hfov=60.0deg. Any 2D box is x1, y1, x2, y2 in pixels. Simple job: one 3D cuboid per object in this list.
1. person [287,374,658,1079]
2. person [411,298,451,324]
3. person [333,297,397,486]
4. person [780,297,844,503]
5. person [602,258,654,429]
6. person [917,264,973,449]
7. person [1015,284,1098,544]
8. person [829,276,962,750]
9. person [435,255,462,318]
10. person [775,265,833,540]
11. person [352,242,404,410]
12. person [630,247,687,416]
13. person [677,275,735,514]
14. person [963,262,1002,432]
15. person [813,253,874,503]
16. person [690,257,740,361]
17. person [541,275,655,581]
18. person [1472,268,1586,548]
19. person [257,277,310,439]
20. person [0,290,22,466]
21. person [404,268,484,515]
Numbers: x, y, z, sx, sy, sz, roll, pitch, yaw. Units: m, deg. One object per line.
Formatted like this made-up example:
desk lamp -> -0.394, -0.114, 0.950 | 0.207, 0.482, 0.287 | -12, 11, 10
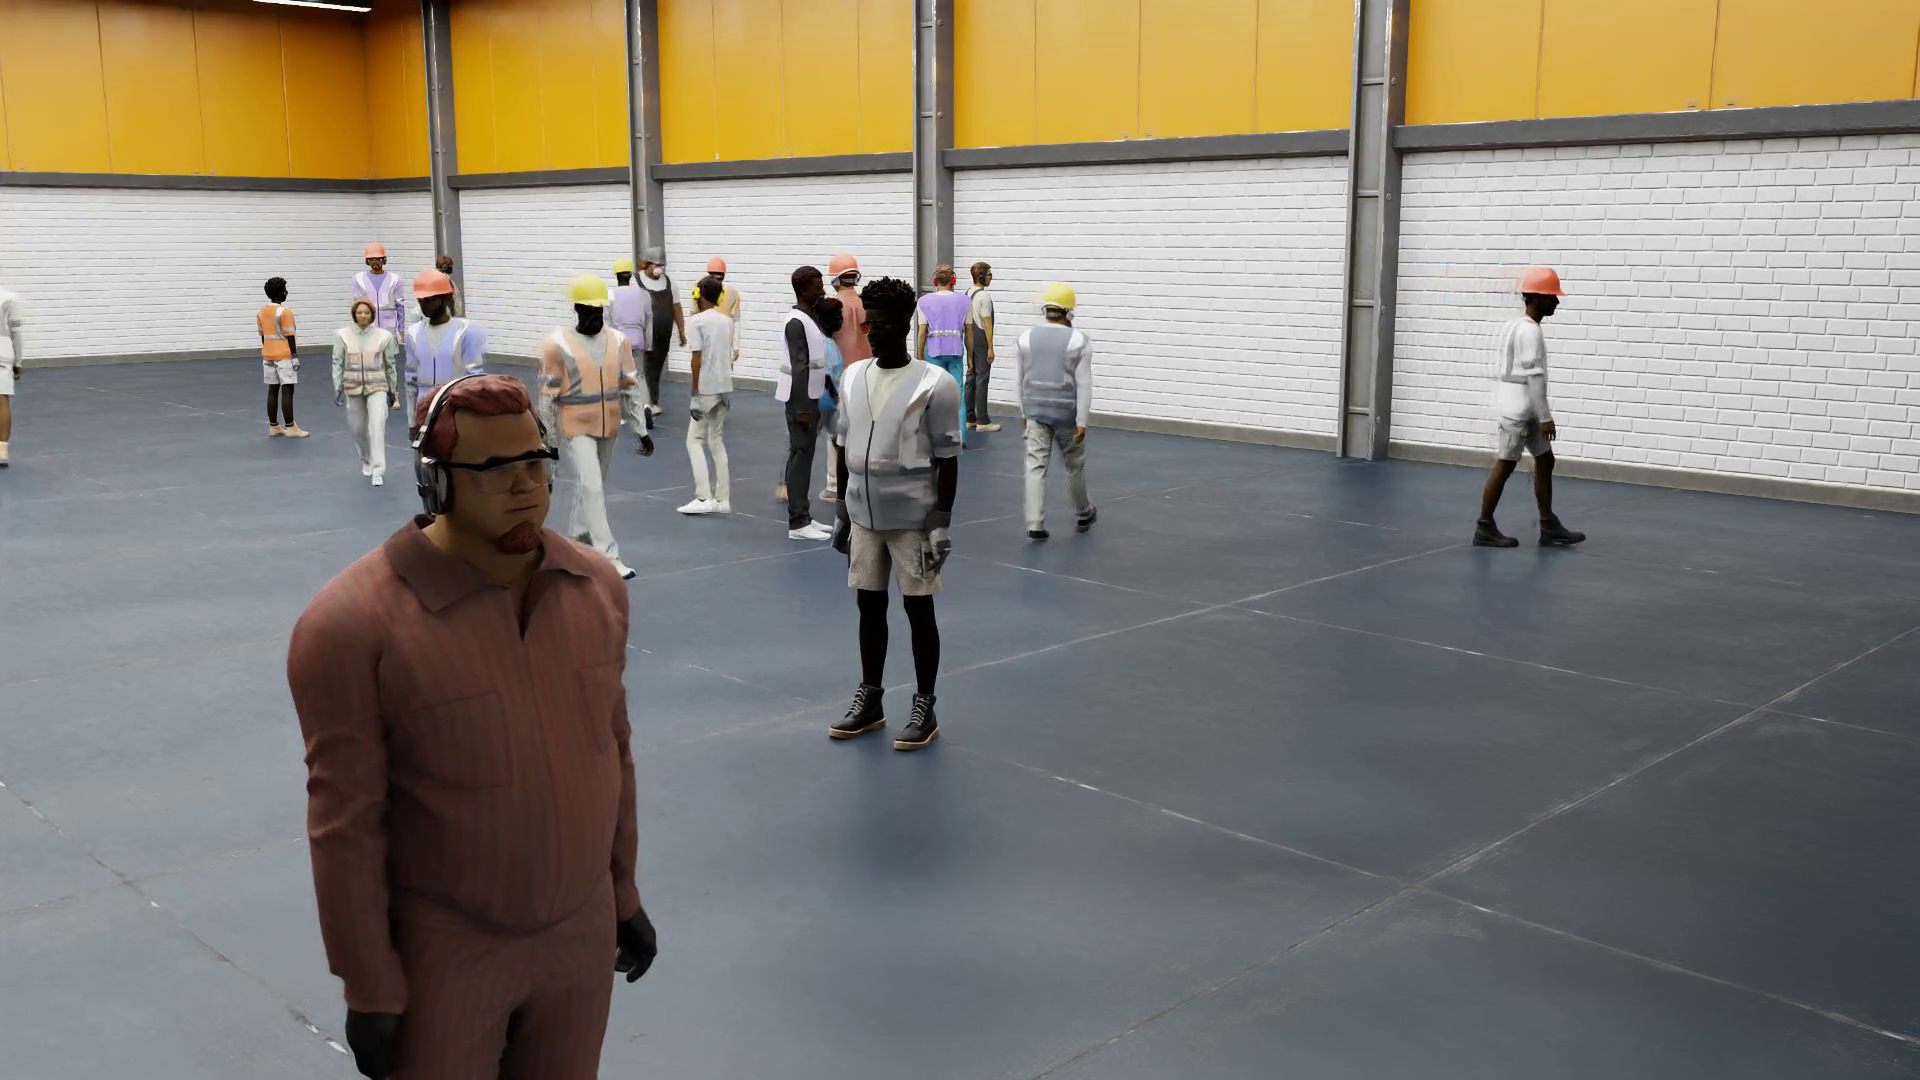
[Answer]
person -> -0.775, 0.671, 2.851 | 0.401, 1.910, 0.640 | 8, 13, 38
person -> -5.464, -1.895, 17.322 | 0.344, 1.735, 0.481 | 6, 12, 31
person -> -5.137, -1.301, 14.409 | 0.512, 1.607, 0.760 | -2, 11, -11
person -> -1.021, -1.081, 13.101 | 0.923, 1.636, 0.531 | 3, 11, 13
person -> -3.672, -2.182, 18.476 | 0.587, 1.893, 0.880 | -5, 11, -24
person -> -0.145, -1.814, 16.575 | 0.571, 1.840, 0.373 | -2, 11, -10
person -> 0.694, -0.901, 11.738 | 0.598, 1.787, 0.914 | 4, 11, 21
person -> -0.283, -0.110, 6.942 | 0.602, 1.967, 0.366 | 6, 12, 31
person -> -7.415, -3.180, 24.033 | 0.429, 1.843, 0.622 | -7, 13, -35
person -> -1.103, -0.967, 11.752 | 0.390, 1.918, 0.588 | 0, 10, 0
person -> -7.092, -2.603, 20.331 | 0.605, 2.044, 0.375 | -3, 11, -18
person -> -3.585, -2.479, 19.661 | 0.707, 2.000, 0.935 | -7, 12, -33
person -> -1.923, -1.120, 12.827 | 0.432, 1.826, 0.582 | 6, 12, 31
person -> 0.221, -2.104, 18.152 | 0.345, 1.846, 0.506 | -6, 12, -31
person -> -0.906, -1.293, 13.343 | 0.620, 1.988, 0.401 | -5, 12, -27
person -> -2.751, -2.250, 18.863 | 0.543, 1.895, 1.004 | -4, 11, -21
person -> -2.200, -0.672, 10.220 | 0.947, 1.880, 0.604 | 10, 14, 44
person -> 3.928, -0.871, 11.257 | 0.862, 1.900, 0.548 | 4, 11, 19
person -> -7.152, -1.913, 17.516 | 0.532, 1.696, 0.318 | 6, 12, 31
person -> -9.066, -1.674, 15.489 | 0.621, 1.965, 1.050 | -7, 12, -32
person -> -3.394, -0.834, 11.012 | 0.571, 1.920, 0.488 | 2, 11, 10
